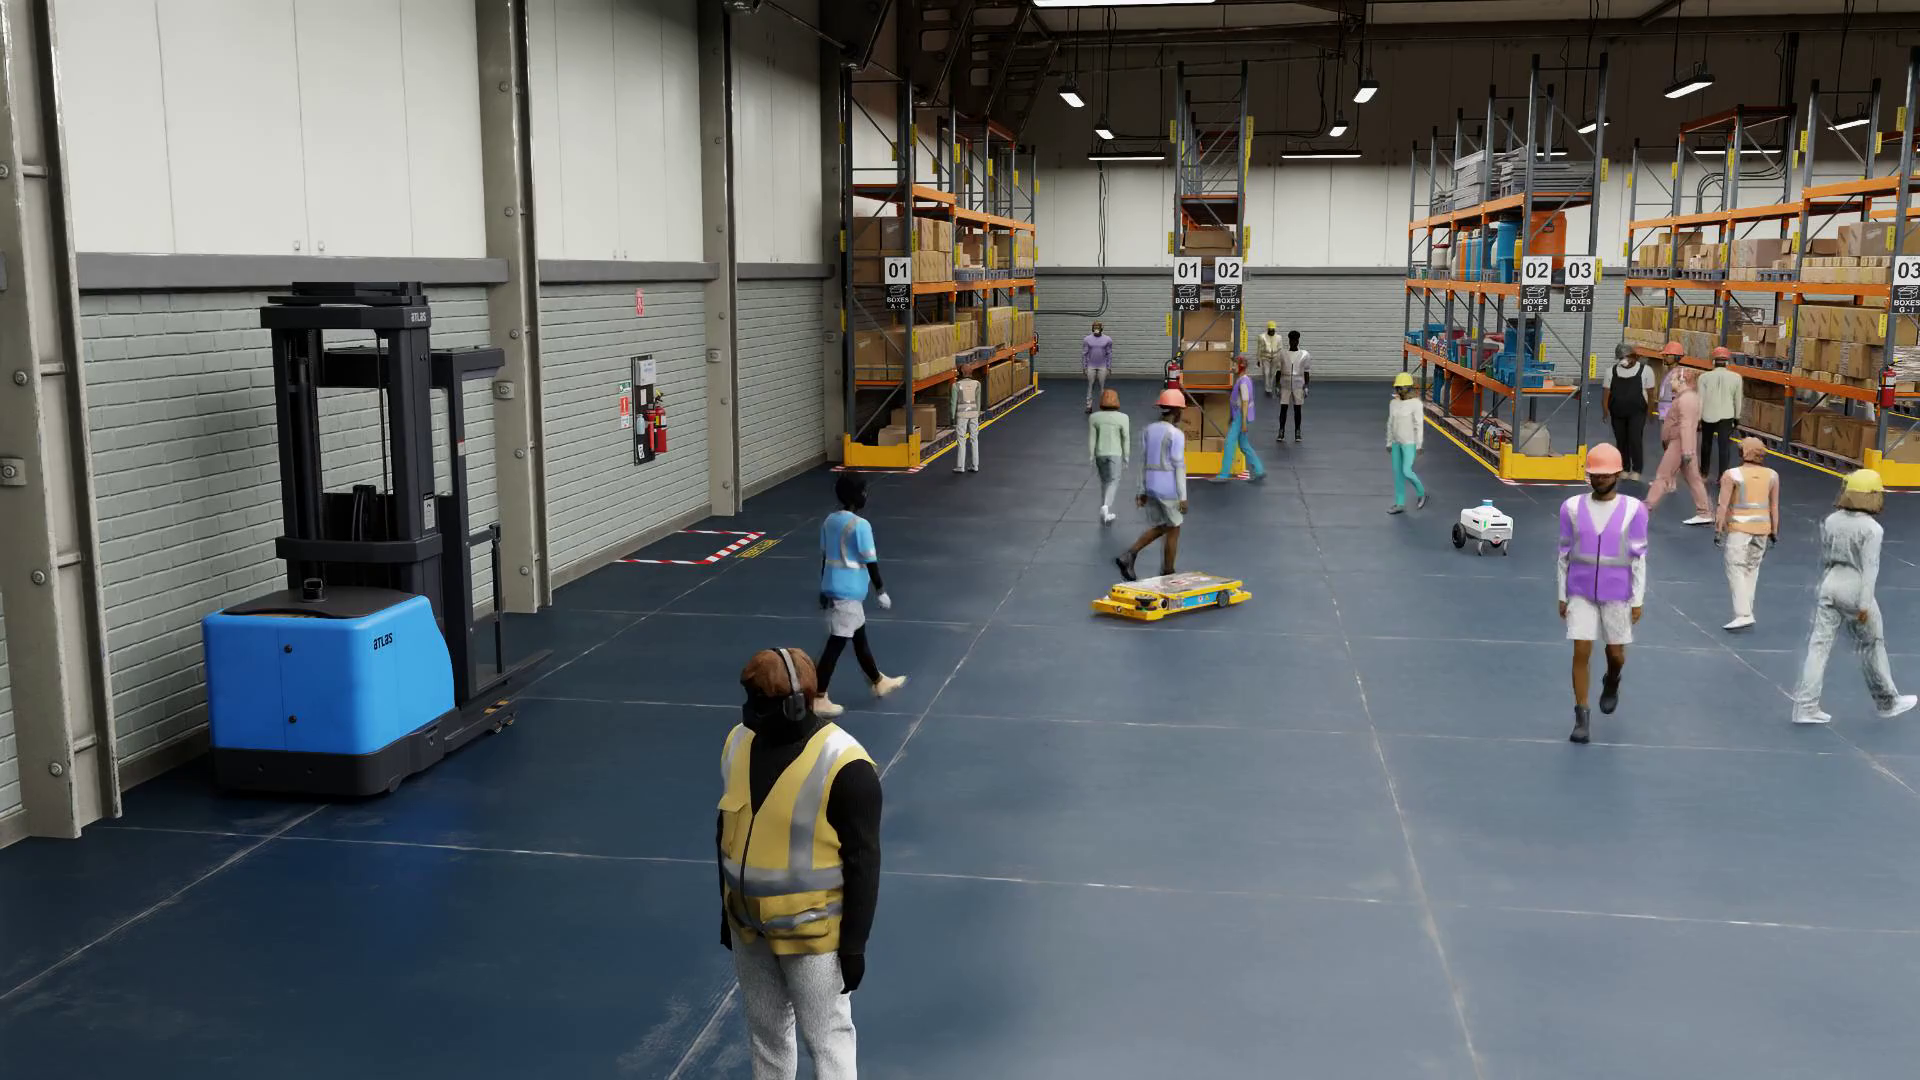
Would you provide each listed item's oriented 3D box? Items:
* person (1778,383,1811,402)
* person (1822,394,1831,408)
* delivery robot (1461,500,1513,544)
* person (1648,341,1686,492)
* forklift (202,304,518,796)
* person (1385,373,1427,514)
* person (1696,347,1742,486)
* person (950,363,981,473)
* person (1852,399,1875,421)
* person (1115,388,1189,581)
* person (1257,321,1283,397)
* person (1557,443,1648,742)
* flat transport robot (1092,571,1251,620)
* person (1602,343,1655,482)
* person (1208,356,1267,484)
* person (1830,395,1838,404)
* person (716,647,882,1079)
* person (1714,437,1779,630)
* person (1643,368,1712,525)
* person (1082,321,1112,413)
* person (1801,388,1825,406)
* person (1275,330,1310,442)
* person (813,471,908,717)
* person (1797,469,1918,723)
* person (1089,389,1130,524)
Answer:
[{"bbox_3d":[19.237,-4.094,38.455,0.780,1.786,0.611,-2,9,-11],"label":"person"},{"bbox_3d":[18.266,-3.452,35.024,0.498,1.592,0.848,3,10,16],"label":"person"},{"bbox_3d":[5.682,-0.189,17.942,0.477,0.478,0.707,-1,9,-4],"label":"delivery robot"},{"bbox_3d":[9.705,-1.692,22.786,0.366,2.046,0.614,2,9,14],"label":"person"},{"bbox_3d":[-3.673,-0.038,10.147,1.129,2.768,1.873,1,9,9],"label":"forklift"},{"bbox_3d":[5.541,-1.202,20.661,0.444,1.759,0.525,-5,11,-30],"label":"person"},{"bbox_3d":[10.727,-1.759,23.523,0.622,1.952,1.023,3,10,17],"label":"person"},{"bbox_3d":[0.090,-1.826,24.897,0.508,1.629,0.314,-5,10,-27],"label":"person"},{"bbox_3d":[16.463,-2.805,30.302,0.572,1.835,0.998,1,9,6],"label":"person"},{"bbox_3d":[1.865,-0.470,15.658,0.630,1.912,0.576,-5,10,-27],"label":"person"},{"bbox_3d":[7.412,-4.292,39.553,0.615,1.796,0.835,-1,9,-5],"label":"person"},{"bbox_3d":[4.161,0.314,10.799,0.544,1.924,0.679,5,10,27],"label":"person"},{"bbox_3d":[1.916,0.485,14.948,1.431,0.197,0.652,-8,12,-41],"label":"flat transport robot"},{"bbox_3d":[9.528,-1.835,23.814,0.714,2.000,0.857,6,11,34],"label":"person"},{"bbox_3d":[3.979,-1.709,23.620,0.740,1.833,0.576,2,9,10],"label":"person"},{"bbox_3d":[19.726,-4.056,37.485,0.617,2.001,0.767,8,12,40],"label":"person"},{"bbox_3d":[-0.551,1.239,5.340,0.634,1.839,0.429,7,12,37],"label":"person"},{"bbox_3d":[6.687,-0.053,14.047,0.553,1.608,0.541,-1,9,-7],"label":"person"},{"bbox_3d":[8.477,-1.105,19.739,1.013,1.852,0.667,6,11,31],"label":"person"},{"bbox_3d":[2.906,-3.663,35.268,0.638,1.938,0.356,1,9,6],"label":"person"},{"bbox_3d":[16.853,-3.208,32.819,0.636,1.823,0.578,2,9,14],"label":"person"},{"bbox_3d":[5.873,-2.723,29.407,0.603,1.959,0.372,2,9,13],"label":"person"},{"bbox_3d":[-0.693,0.356,11.330,0.850,1.653,0.546,-5,10,-28],"label":"person"},{"bbox_3d":[6.011,0.374,11.100,0.899,1.700,0.497,-3,10,-19],"label":"person"},{"bbox_3d":[1.767,-1.001,19.866,0.502,1.609,0.731,4,10,22],"label":"person"}]
